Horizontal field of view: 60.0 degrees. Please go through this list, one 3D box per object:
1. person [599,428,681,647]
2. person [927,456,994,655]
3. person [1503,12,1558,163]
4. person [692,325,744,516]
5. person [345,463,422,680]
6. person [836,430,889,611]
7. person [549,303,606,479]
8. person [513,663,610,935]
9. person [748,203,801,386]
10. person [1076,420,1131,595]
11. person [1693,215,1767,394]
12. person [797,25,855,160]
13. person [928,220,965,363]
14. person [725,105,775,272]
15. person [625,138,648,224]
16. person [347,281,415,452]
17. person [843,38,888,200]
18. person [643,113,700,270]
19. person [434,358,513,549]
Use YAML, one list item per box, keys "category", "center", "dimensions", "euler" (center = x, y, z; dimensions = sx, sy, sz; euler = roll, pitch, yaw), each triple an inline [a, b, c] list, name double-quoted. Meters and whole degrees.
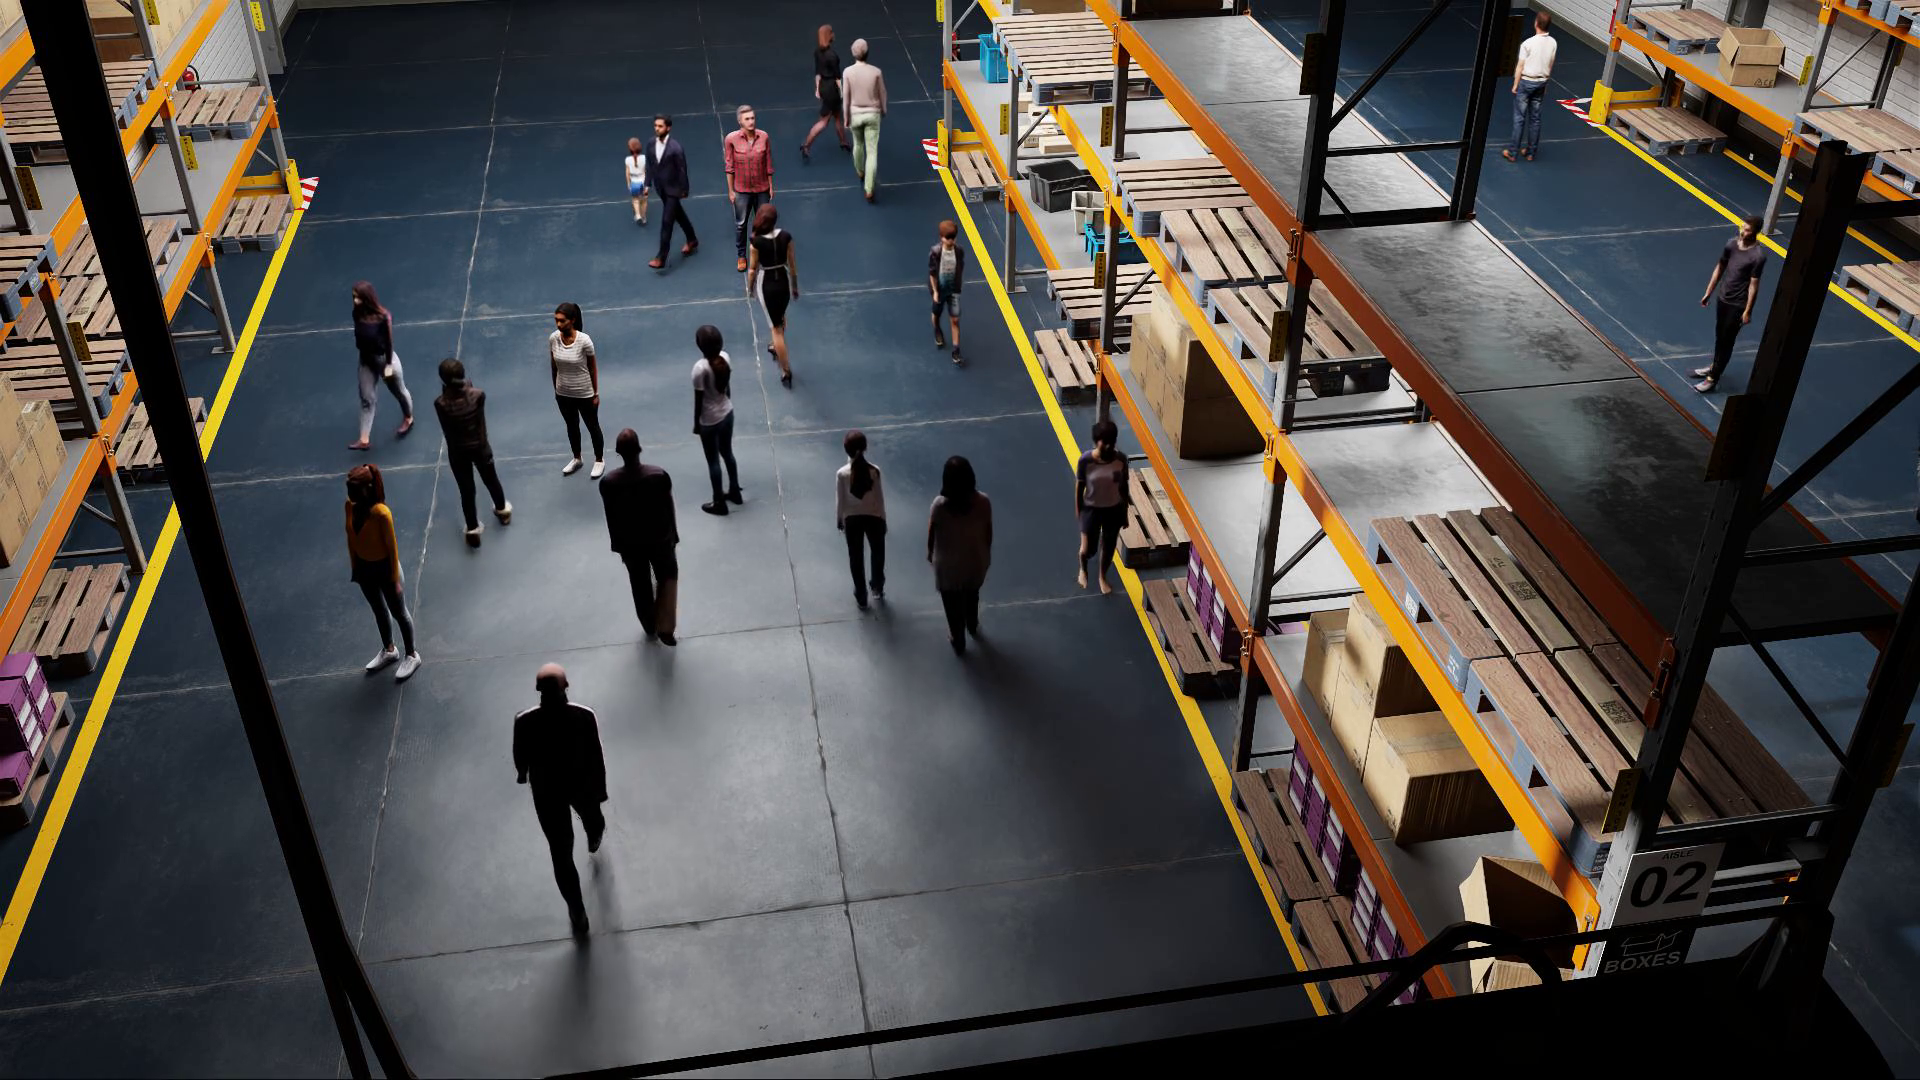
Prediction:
- category: "person"
  center: [-2.339, 0.029, 12.324]
  dimensions: [0.723, 1.824, 0.929]
  euler: [-3, 34, -5]
- category: "person"
  center: [0.019, 0.154, 12.346]
  dimensions: [0.667, 1.592, 0.708]
  euler: [-11, 35, -16]
- category: "person"
  center: [7.195, -5.696, 20.914]
  dimensions: [0.652, 1.849, 0.577]
  euler: [-8, 34, -12]
- category: "person"
  center: [-2.044, -1.022, 13.998]
  dimensions: [0.718, 1.721, 0.643]
  euler: [17, 37, 24]
- category: "person"
  center: [-4.228, 0.217, 12.108]
  dimensions: [0.692, 1.751, 0.729]
  euler: [14, 36, 20]
- category: "person"
  center: [-0.750, -0.107, 12.777]
  dimensions: [0.542, 1.549, 0.570]
  euler: [-4, 34, -6]
- category: "person"
  center: [-3.341, -1.314, 14.505]
  dimensions: [0.649, 1.646, 0.657]
  euler: [9, 35, 13]
- category: "person"
  center: [-2.366, 1.596, 10.004]
  dimensions: [0.764, 1.782, 1.194]
  euler: [-9, 35, -14]
- category: "person"
  center: [-1.739, -2.316, 15.901]
  dimensions: [0.800, 1.770, 1.081]
  euler: [-15, 36, -21]
- category: "person"
  center: [1.099, -0.293, 13.052]
  dimensions: [0.548, 1.553, 0.542]
  euler: [-6, 34, -9]
- category: "person"
  center: [7.412, -2.281, 15.862]
  dimensions: [0.820, 1.753, 0.761]
  euler: [-8, 34, -12]
- category: "person"
  center: [-1.712, -5.569, 20.887]
  dimensions: [0.935, 1.667, 1.099]
  euler: [-19, 38, -26]
- category: "person"
  center: [-0.158, -2.518, 16.530]
  dimensions: [0.555, 1.409, 0.981]
  euler: [-9, 35, -13]
- category: "person"
  center: [-2.289, -3.865, 18.174]
  dimensions: [0.710, 1.833, 0.587]
  euler: [-10, 35, -15]
- category: "person"
  center: [-3.738, -4.166, 19.367]
  dimensions: [0.444, 1.013, 0.466]
  euler: [-10, 35, -15]
- category: "person"
  center: [-5.189, -1.605, 15.021]
  dimensions: [0.932, 1.558, 1.120]
  euler: [11, 35, 17]
- category: "person"
  center: [-1.125, -4.972, 19.850]
  dimensions: [0.862, 1.822, 1.295]
  euler: [2, 34, 3]
- category: "person"
  center: [-3.153, -3.890, 18.351]
  dimensions: [1.119, 1.679, 1.193]
  euler: [20, 39, 27]
- category: "person"
  center: [-4.056, -0.802, 13.730]
  dimensions: [0.899, 1.651, 0.699]
  euler: [-6, 34, -9]
